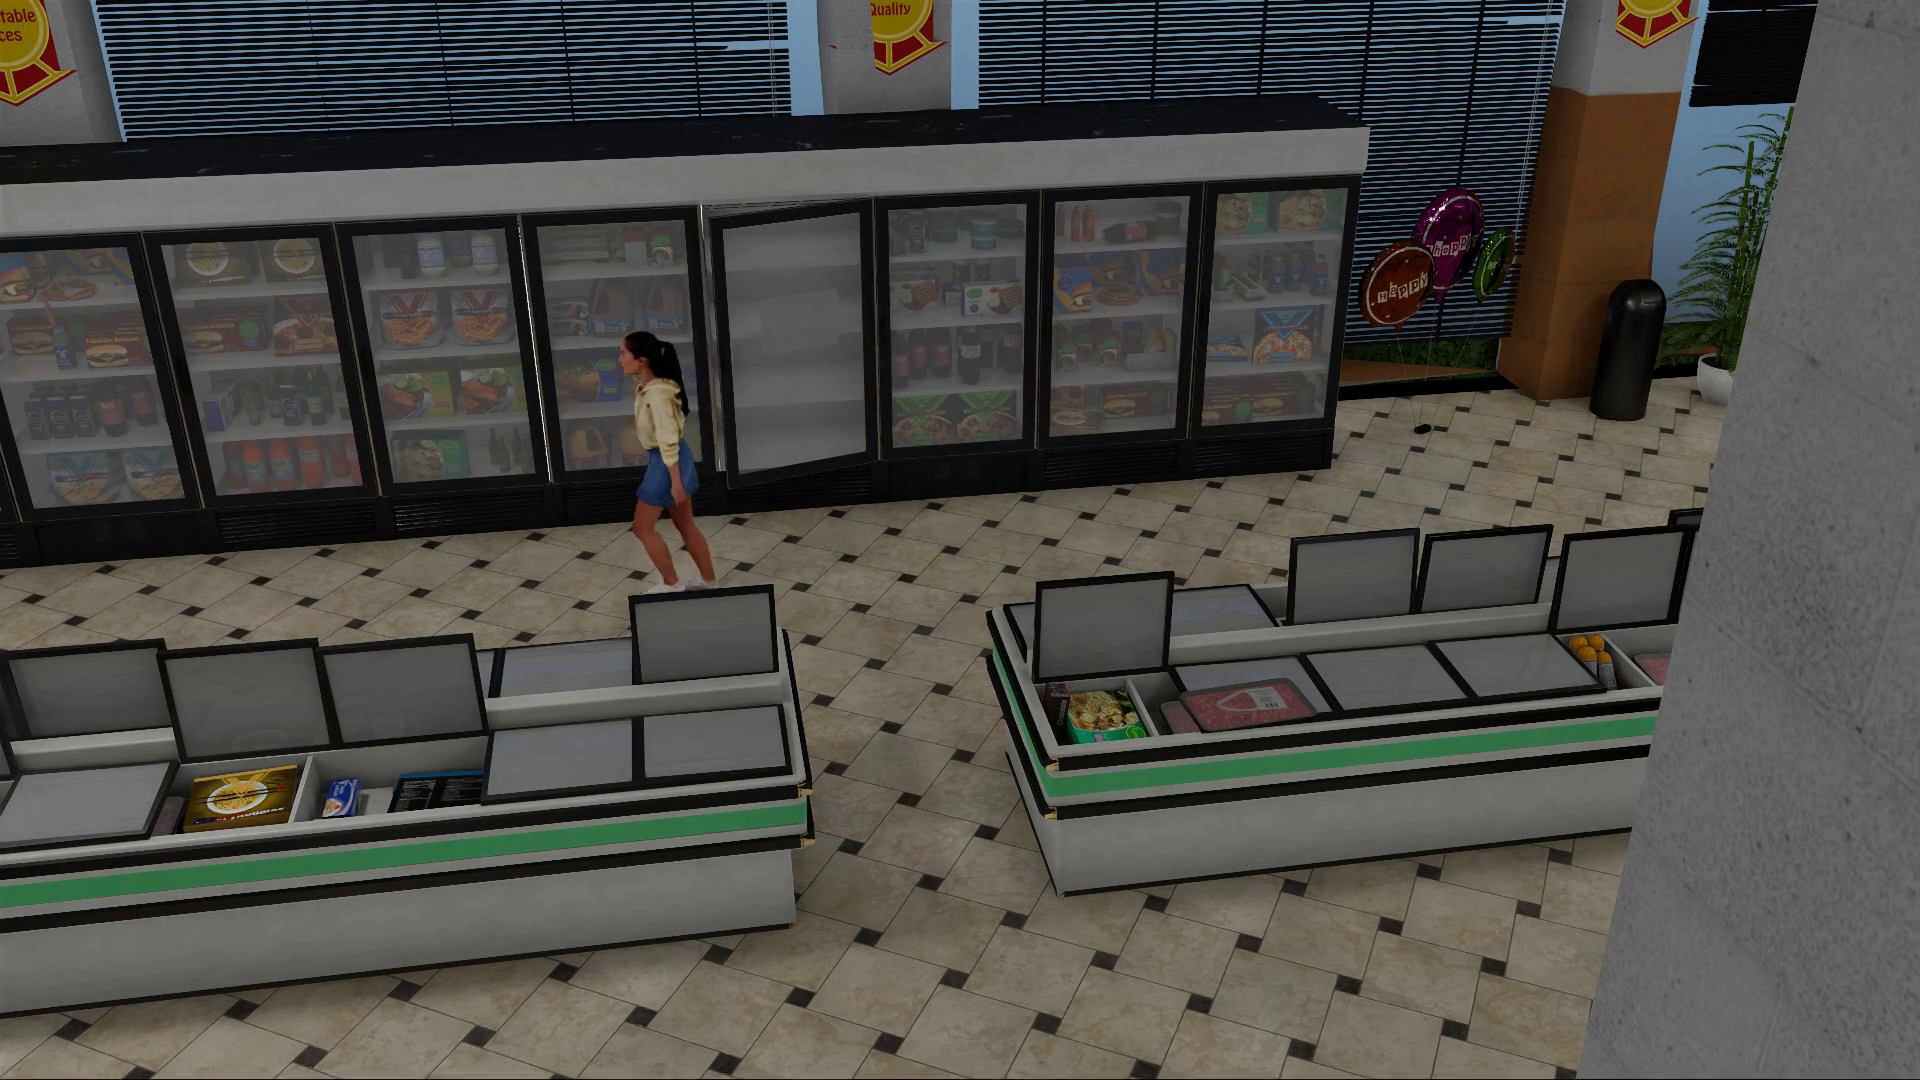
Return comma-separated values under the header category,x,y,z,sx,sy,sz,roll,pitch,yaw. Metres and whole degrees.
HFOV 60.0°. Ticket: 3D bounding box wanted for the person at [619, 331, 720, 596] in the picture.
category,x,y,z,sx,sy,sz,roll,pitch,yaw
person,-1.572,-0.384,9.240,0.651,1.607,0.627,-4,27,-9
